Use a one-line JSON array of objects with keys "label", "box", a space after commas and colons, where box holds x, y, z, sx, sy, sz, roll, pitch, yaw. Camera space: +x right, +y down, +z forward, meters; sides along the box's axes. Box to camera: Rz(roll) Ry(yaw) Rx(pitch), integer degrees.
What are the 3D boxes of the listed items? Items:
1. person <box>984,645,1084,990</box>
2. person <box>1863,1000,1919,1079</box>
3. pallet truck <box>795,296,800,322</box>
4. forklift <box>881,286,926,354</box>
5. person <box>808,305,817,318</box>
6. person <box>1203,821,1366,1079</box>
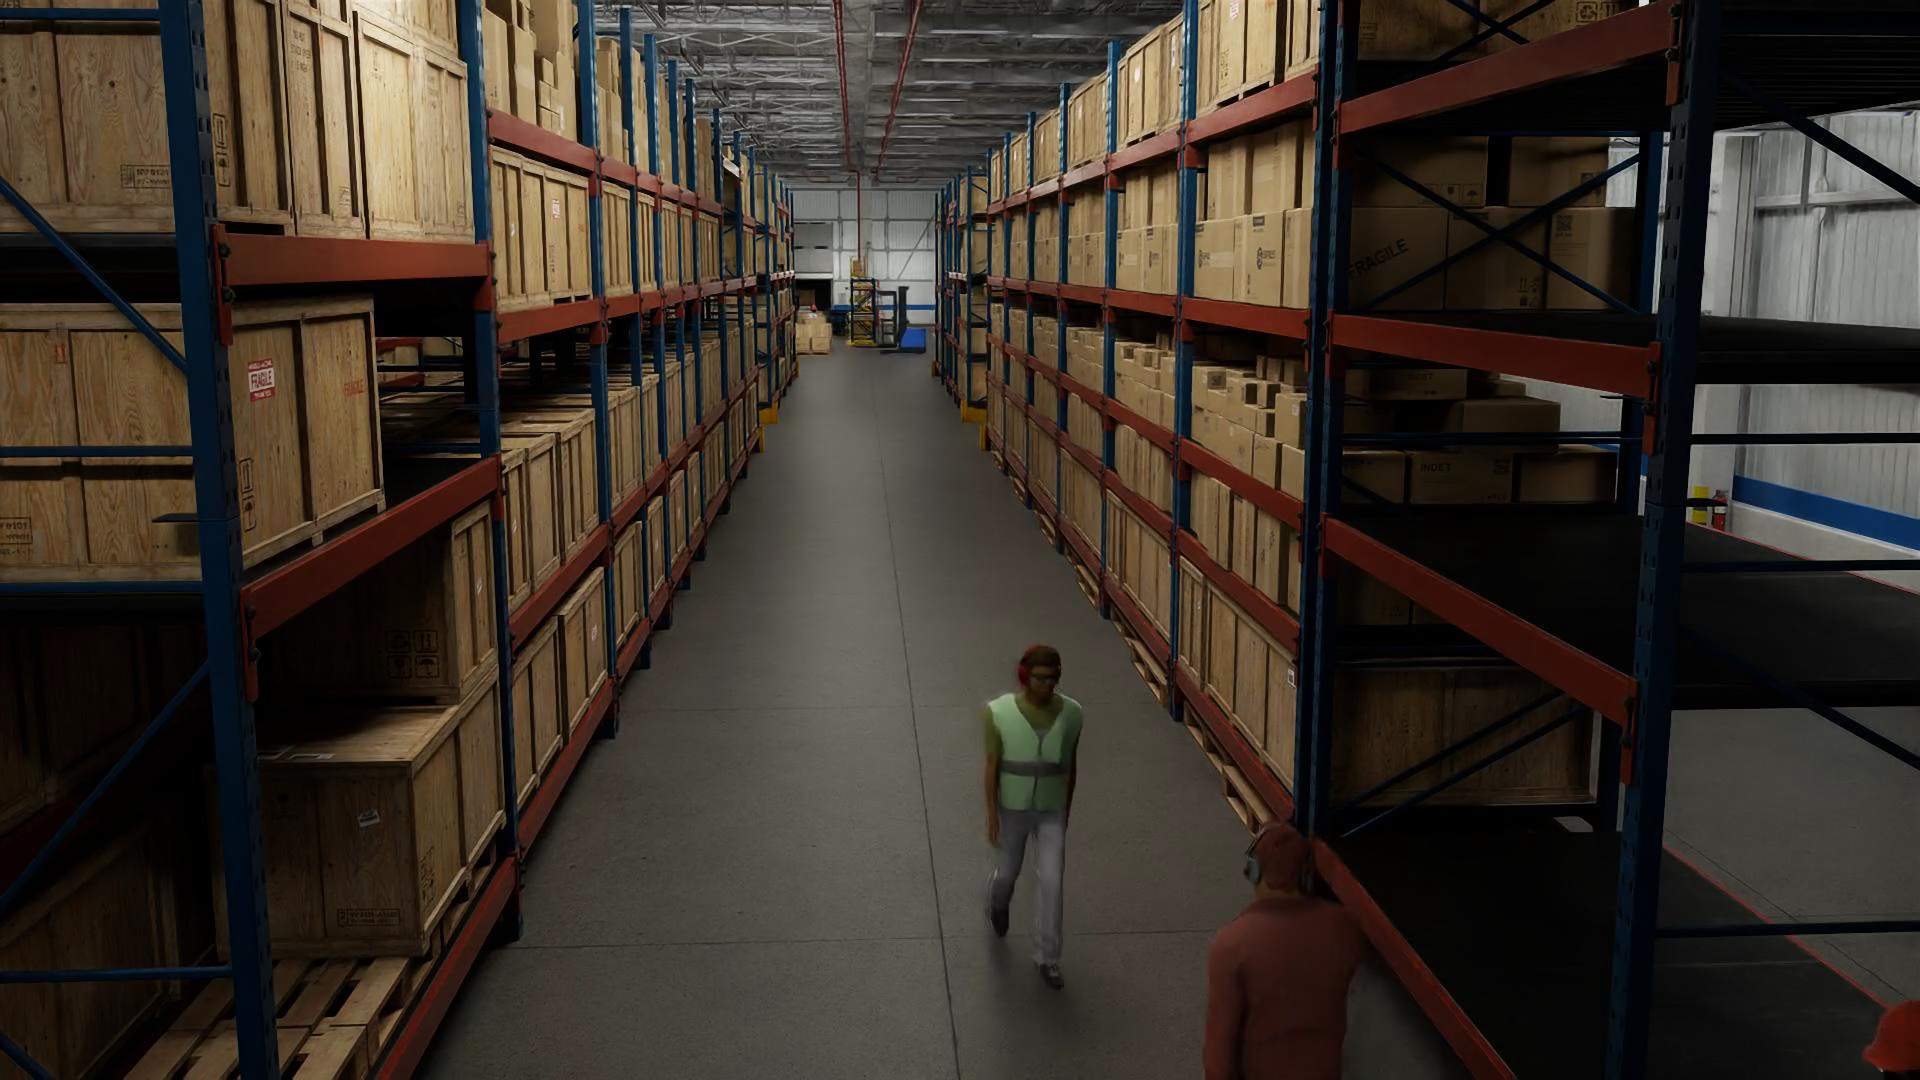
[{"label": "person", "box": [0.380, 1.434, 9.074, 0.565, 1.823, 0.824, -2, 10, -11]}, {"label": "person", "box": [2.846, 2.179, 4.938, 0.891, 1.712, 0.557, -4, 10, -24]}, {"label": "pallet truck", "box": [-8.622, -12.439, 91.403, 1.885, 1.965, 0.823, 2, 10, 13]}, {"label": "forklift", "box": [-2.357, -9.128, 68.992, 1.873, 2.768, 1.129, -1, 10, -3]}, {"label": "person", "box": [-6.394, -9.284, 72.739, 0.548, 1.937, 0.358, 9, 13, 43]}, {"label": "person", "box": [1.132, 1.932, 6.026, 0.637, 1.844, 1.042, -3, 10, -15]}]
